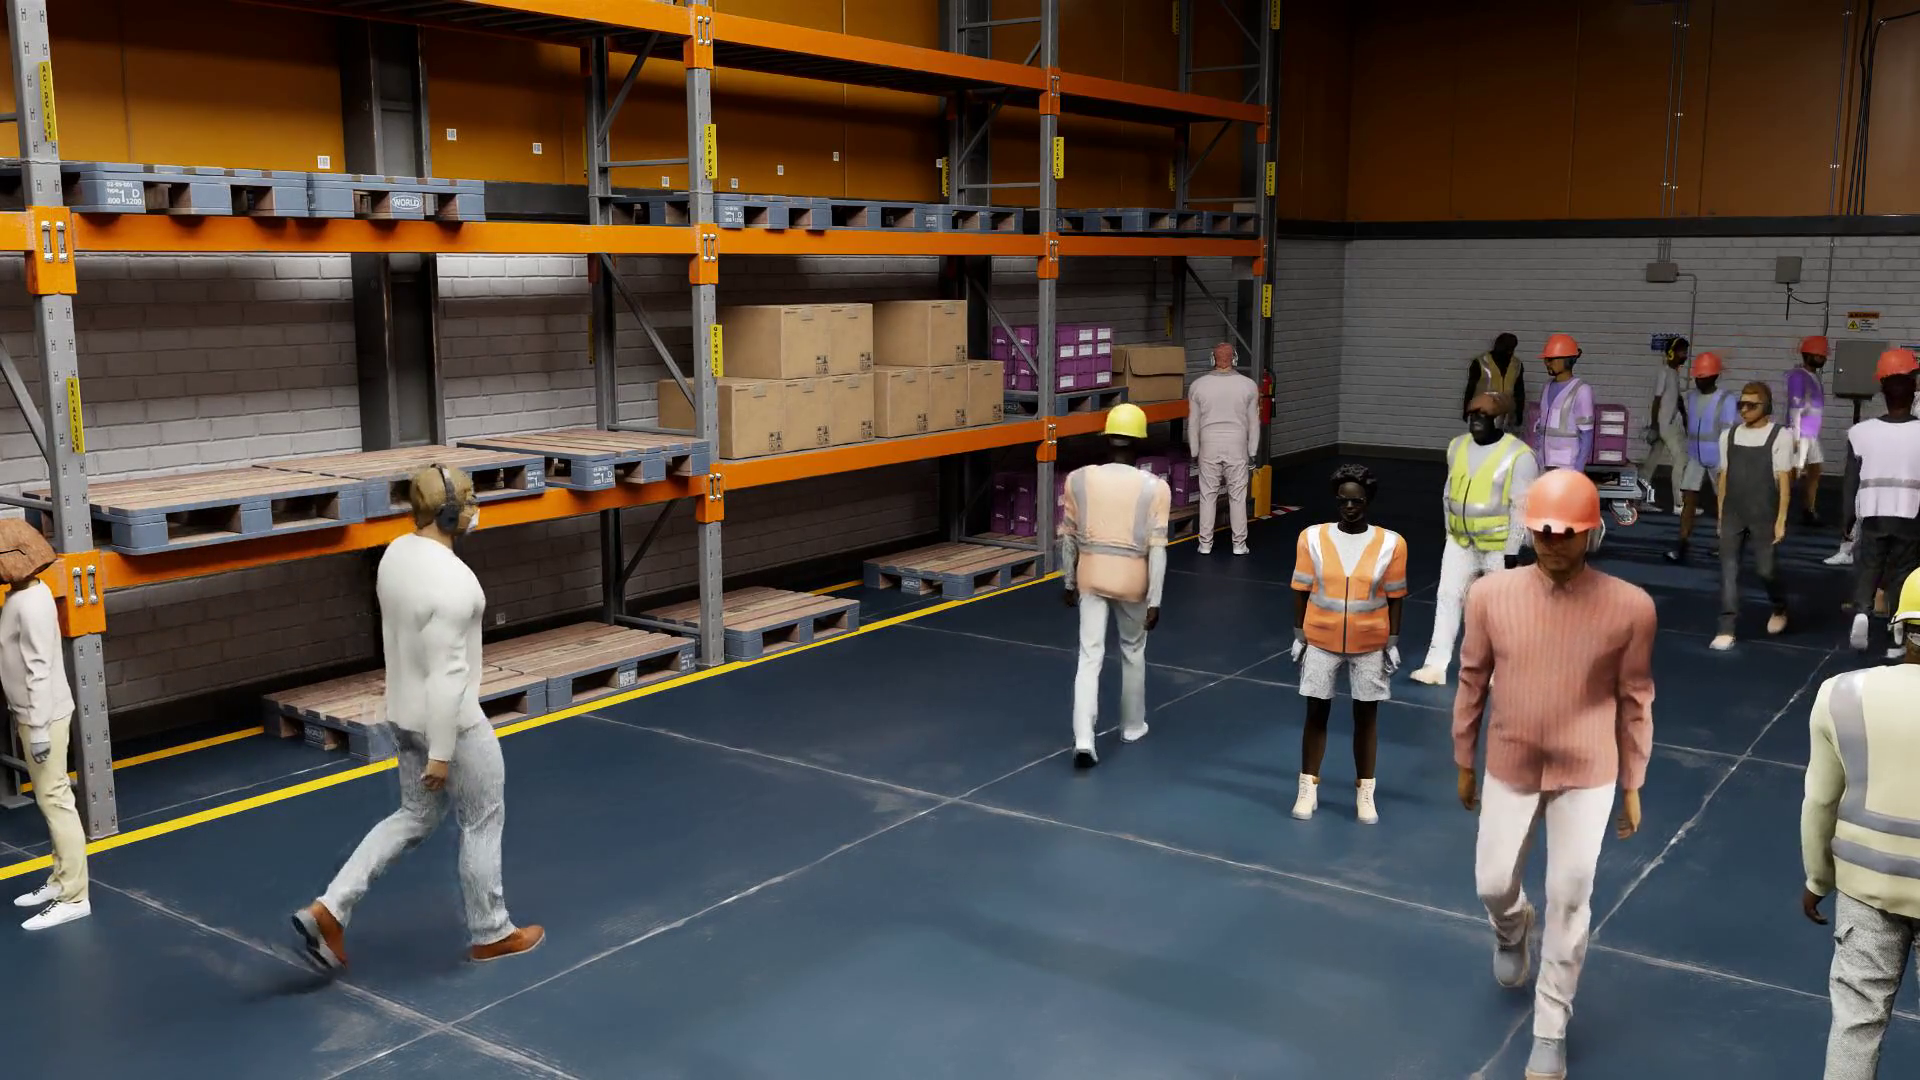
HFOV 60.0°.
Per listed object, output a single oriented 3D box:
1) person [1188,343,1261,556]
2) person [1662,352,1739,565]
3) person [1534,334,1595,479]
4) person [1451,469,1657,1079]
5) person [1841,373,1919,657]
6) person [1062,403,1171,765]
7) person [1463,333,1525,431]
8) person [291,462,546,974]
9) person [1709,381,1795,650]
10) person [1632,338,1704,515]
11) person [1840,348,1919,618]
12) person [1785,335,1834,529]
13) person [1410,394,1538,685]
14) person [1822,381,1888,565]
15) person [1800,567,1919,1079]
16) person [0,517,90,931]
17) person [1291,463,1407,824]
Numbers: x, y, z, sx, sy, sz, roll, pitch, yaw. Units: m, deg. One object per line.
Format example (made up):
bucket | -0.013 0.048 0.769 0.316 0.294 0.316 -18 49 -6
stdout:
person | 2.346 -0.800 14.815 0.640 1.905 0.410 2 10 11
person | 6.529 -0.708 14.451 1.076 1.849 0.548 -6 11 -32
person | 4.824 -0.641 13.448 0.393 2.041 0.614 -3 10 -16
person | 1.951 0.730 5.501 0.622 1.978 0.675 4 10 23
person | 6.137 -0.144 10.942 0.628 1.895 0.564 8 12 39
person | 0.802 0.226 8.768 0.598 1.894 0.945 3 10 16
person | 6.164 -1.492 19.229 0.644 1.803 0.570 -2 10 -11
person | -1.965 0.672 6.021 0.814 1.918 0.627 -9 13 -42
person | 5.422 -0.178 11.343 0.751 1.829 0.510 -9 13 -42
person | 7.422 -1.167 17.239 0.843 1.830 0.541 5 11 27
person | 6.862 -0.403 12.185 0.844 1.984 0.634 2 10 13
person | 8.272 -1.078 16.474 0.542 1.914 0.777 -8 12 -38
person | 3.123 0.024 10.163 0.833 1.811 0.661 -8 12 -38
person | 8.024 -0.666 14.299 0.948 1.819 0.503 -3 10 -16
person | 2.643 0.950 4.591 0.588 1.835 0.403 7 12 37
person | -3.672 0.717 6.605 0.277 1.628 0.501 -6 11 -31
person | 1.806 0.483 7.779 0.530 1.697 0.321 3 10 15
